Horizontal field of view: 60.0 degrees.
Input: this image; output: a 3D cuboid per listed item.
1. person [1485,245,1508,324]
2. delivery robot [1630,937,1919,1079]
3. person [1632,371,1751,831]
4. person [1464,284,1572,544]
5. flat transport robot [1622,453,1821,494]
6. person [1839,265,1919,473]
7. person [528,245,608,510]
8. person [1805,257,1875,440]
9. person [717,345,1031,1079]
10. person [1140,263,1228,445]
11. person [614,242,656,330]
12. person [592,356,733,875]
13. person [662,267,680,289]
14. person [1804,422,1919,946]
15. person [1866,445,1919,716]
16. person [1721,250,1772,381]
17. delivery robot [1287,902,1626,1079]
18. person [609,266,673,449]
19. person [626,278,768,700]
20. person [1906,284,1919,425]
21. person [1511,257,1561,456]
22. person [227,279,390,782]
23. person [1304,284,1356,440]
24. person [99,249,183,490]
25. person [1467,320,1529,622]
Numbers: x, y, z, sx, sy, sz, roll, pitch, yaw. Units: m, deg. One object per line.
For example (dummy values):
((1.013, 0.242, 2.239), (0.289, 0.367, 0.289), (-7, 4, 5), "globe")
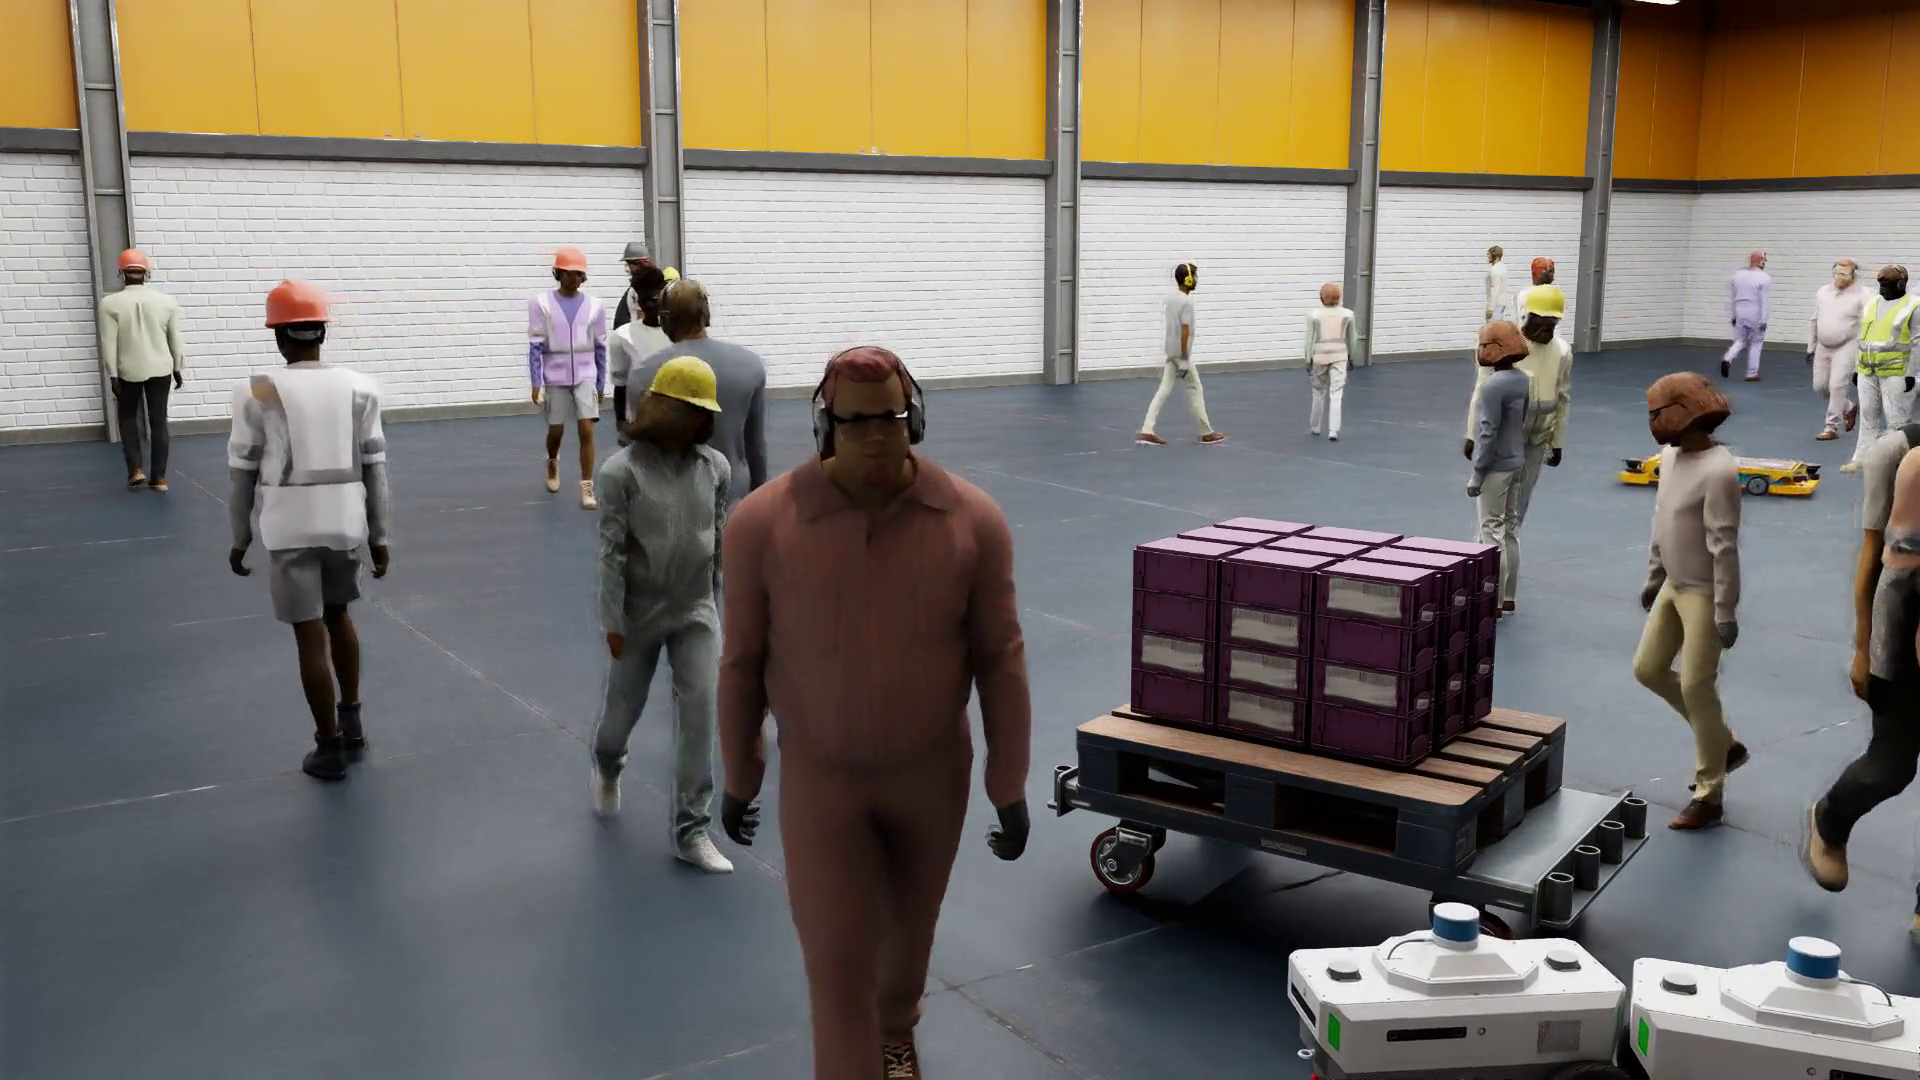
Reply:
((8.494, -3.698, 26.425), (0.371, 1.939, 0.629), (6, 12, 28), "person")
((1.838, 1.108, 3.616), (0.707, 0.478, 0.477), (4, 11, 22), "delivery robot")
((2.637, 0.205, 5.925), (0.448, 1.605, 0.621), (0, 10, 0), "person")
((3.373, -0.625, 9.983), (0.627, 1.796, 0.477), (-2, 11, -12), "person")
((6.322, -0.564, 13.816), (1.431, 0.197, 0.652), (6, 12, 32), "flat transport robot")
((8.027, -1.460, 14.443), (0.429, 1.838, 0.621), (-4, 11, -23), "person")
((-3.042, -1.268, 12.903), (0.620, 2.018, 0.830), (-4, 11, -22), "person")
((9.087, -1.964, 17.104), (0.654, 1.875, 0.692), (-5, 12, -28), "person")
((-0.182, 0.508, 3.631), (0.664, 1.854, 0.996), (-2, 11, -11), "person")
((2.219, -1.854, 16.650), (0.973, 1.819, 0.542), (-4, 11, -21), "person")
((-3.319, -2.076, 17.255), (0.536, 2.000, 0.685), (-1, 10, -6), "person")
((-1.033, 0.213, 5.662), (0.492, 1.697, 0.855), (-7, 12, -34), "person")
((-2.953, -1.912, 17.111), (0.525, 1.769, 0.309), (-4, 11, -22), "person")
((2.830, 0.289, 4.868), (0.521, 1.829, 0.615), (0, 10, 0), "person")
((2.842, 0.328, 4.538), (0.592, 1.871, 0.990), (3, 11, 15), "person")
((11.333, -3.211, 23.901), (0.591, 1.883, 0.651), (-5, 12, -27), "person")
((1.121, 1.074, 3.803), (0.707, 0.478, 0.477), (-1, 10, -6), "delivery robot")
((-1.887, -0.767, 10.473), (0.606, 1.906, 1.035), (-5, 11, -24), "person")
((-1.085, -0.159, 7.107), (0.636, 1.913, 0.819), (-5, 11, -24), "person")
((9.426, -1.811, 16.141), (0.673, 1.922, 0.415), (0, 10, -2), "person")
((5.474, -1.737, 15.817), (0.353, 1.886, 0.573), (-5, 11, -25), "person")
((-2.535, -0.040, 6.456), (0.553, 1.912, 0.666), (-9, 14, -41), "person")
((3.821, -1.839, 17.186), (0.518, 1.594, 0.854), (2, 11, 11), "person")
((-6.721, -1.393, 13.700), (0.622, 1.969, 0.512), (-7, 12, -34), "person")
((2.908, -0.372, 9.033), (0.286, 1.633, 0.497), (8, 13, 38), "person")
